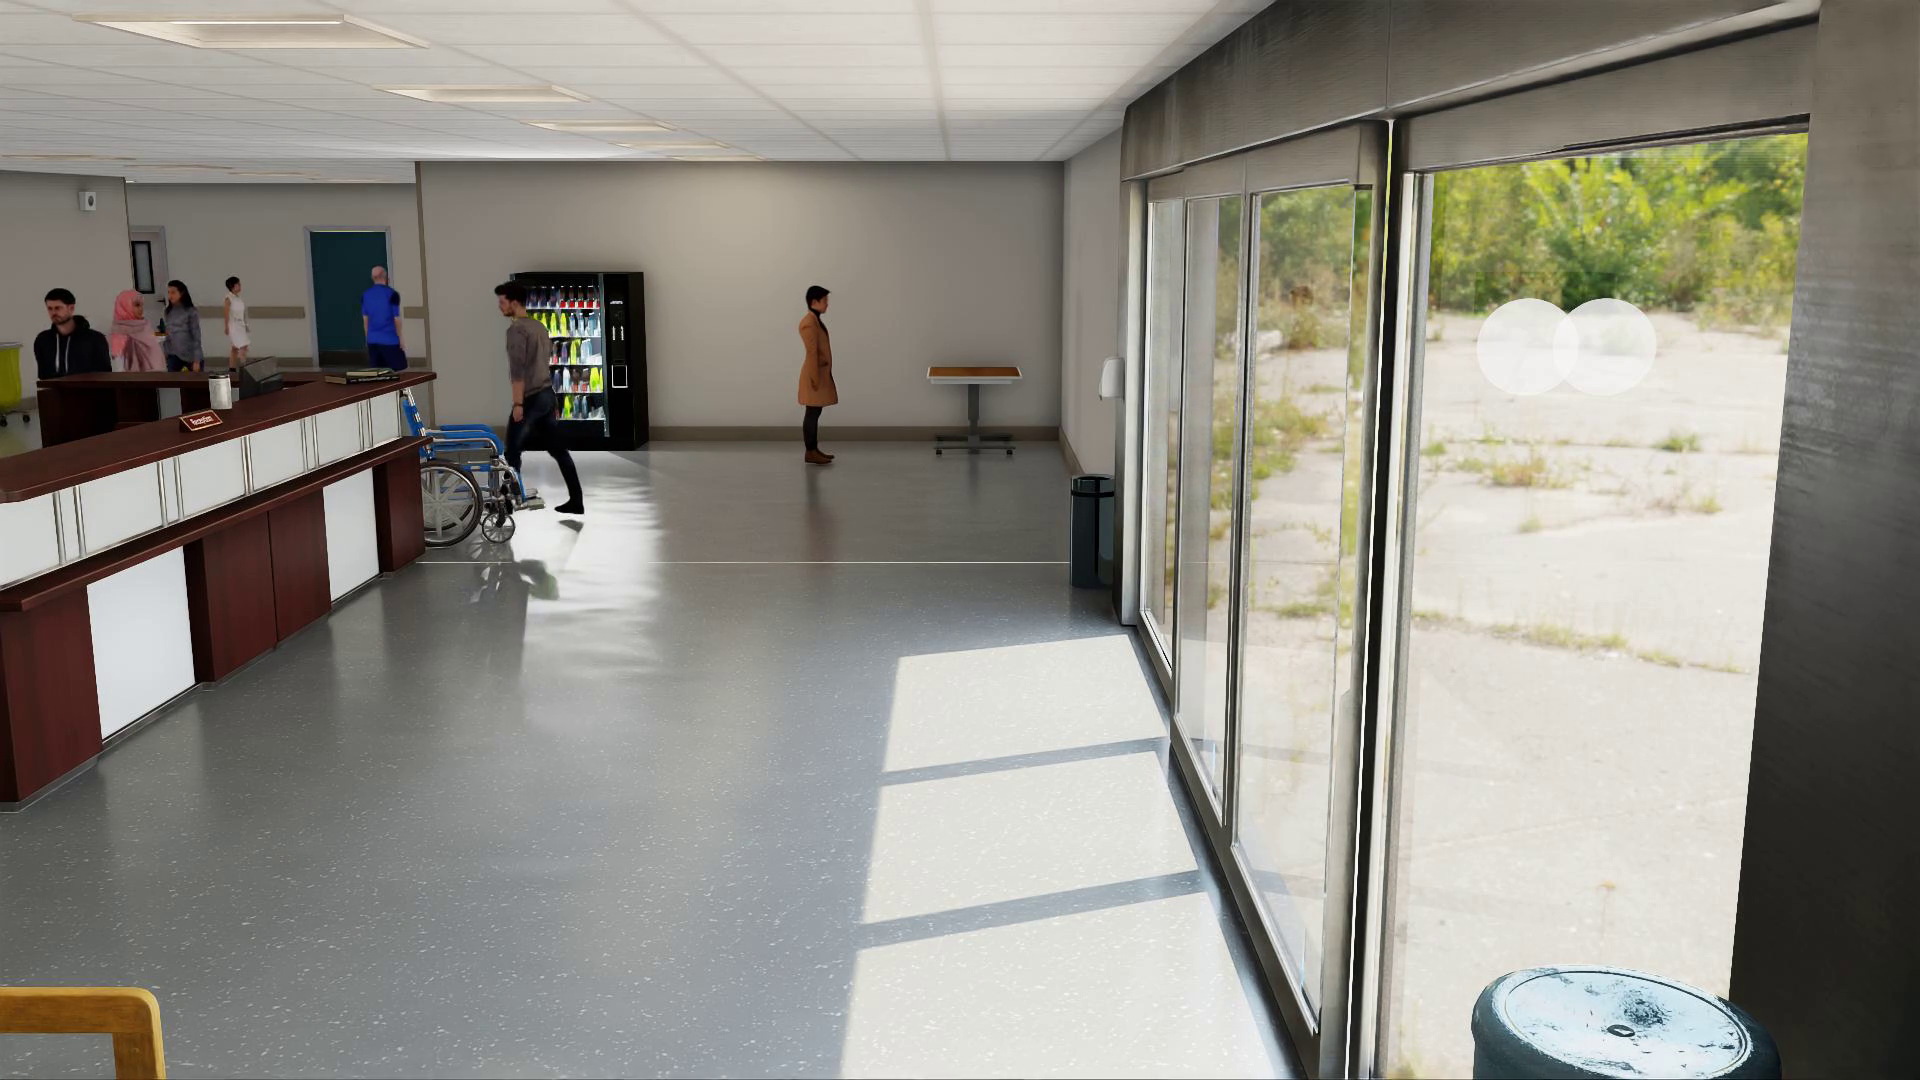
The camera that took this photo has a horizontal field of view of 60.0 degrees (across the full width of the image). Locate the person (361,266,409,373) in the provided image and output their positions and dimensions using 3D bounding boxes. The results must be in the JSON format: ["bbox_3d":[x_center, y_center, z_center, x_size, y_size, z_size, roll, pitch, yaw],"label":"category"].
[{"bbox_3d":[-7.049,-2.398,20.208,0.828,1.828,0.860,3,11,17],"label":"person"}]

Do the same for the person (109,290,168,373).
[{"bbox_3d":[-6.846,-1.157,13.751,0.755,1.797,0.702,2,11,9],"label":"person"}]

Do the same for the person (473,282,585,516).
[{"bbox_3d":[-3.306,-1.065,13.115,1.169,1.853,0.921,3,11,16],"label":"person"}]

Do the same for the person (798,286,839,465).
[{"bbox_3d":[-1.432,-1.632,16.327,0.608,1.728,0.634,0,11,2],"label":"person"}]

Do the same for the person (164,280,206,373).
[{"bbox_3d":[-8.586,-2.019,18.596,1.174,1.684,0.811,2,11,9],"label":"person"}]

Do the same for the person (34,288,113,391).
[{"bbox_3d":[-6.485,-0.919,12.316,0.741,1.866,0.807,-1,11,-7],"label":"person"}]

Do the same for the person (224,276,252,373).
[{"bbox_3d":[-11.141,-3.237,25.407,0.689,1.538,0.581,1,11,4],"label":"person"}]
